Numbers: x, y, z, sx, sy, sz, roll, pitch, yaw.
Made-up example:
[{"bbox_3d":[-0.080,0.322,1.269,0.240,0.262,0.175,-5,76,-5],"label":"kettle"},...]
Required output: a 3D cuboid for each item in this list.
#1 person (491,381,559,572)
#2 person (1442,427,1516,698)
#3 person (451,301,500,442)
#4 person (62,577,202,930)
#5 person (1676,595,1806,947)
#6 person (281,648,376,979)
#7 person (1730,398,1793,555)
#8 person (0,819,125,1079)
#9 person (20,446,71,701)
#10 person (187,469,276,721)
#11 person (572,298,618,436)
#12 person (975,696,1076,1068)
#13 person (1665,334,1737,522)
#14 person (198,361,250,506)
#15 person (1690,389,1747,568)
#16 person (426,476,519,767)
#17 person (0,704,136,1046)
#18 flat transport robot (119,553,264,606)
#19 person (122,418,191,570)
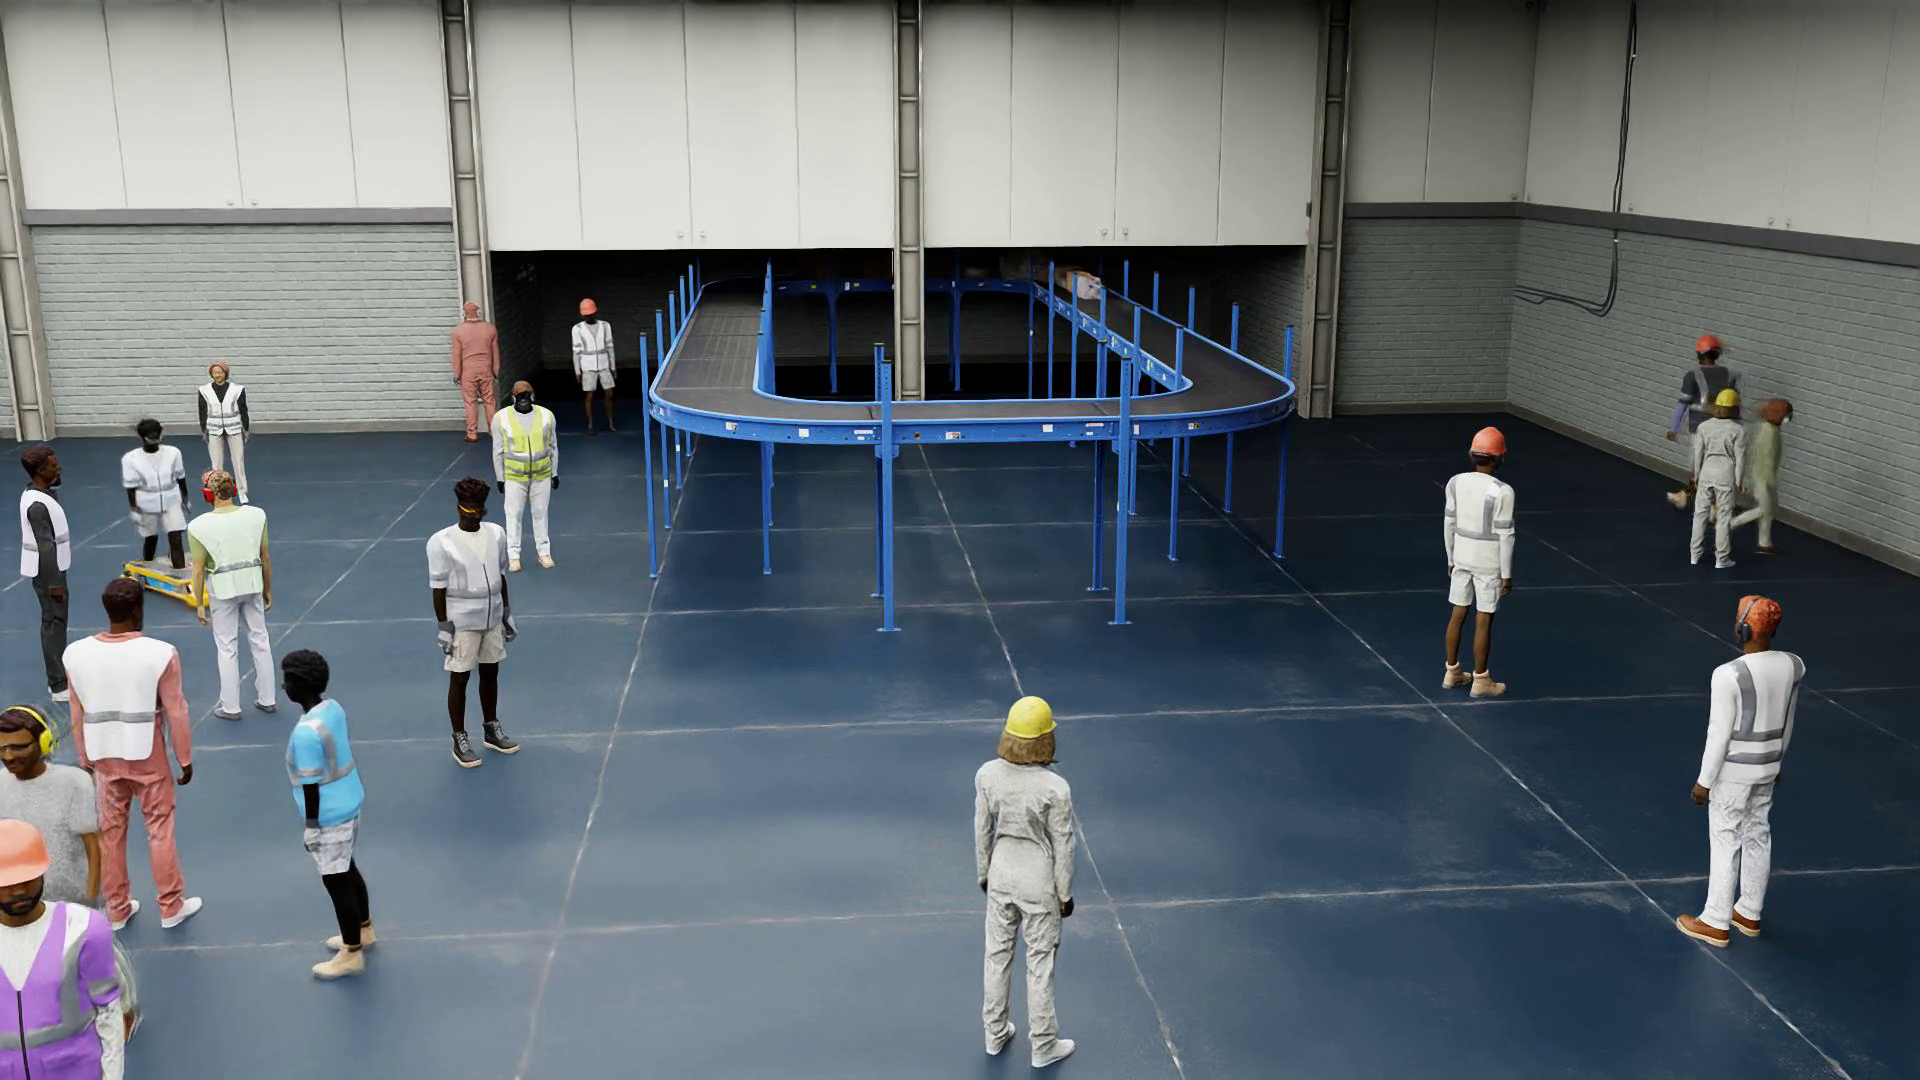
[{"bbox_3d":[-4.171,-0.624,16.054,0.624,1.844,0.430,-7,16,-25],"label":"person"},{"bbox_3d":[3.902,0.164,12.484,0.363,2.048,0.609,-9,17,-33],"label":"person"},{"bbox_3d":[-6.571,-2.281,22.559,0.651,1.904,0.403,-10,17,-34],"label":"person"},{"bbox_3d":[-4.404,1.147,8.856,0.594,1.907,0.418,-1,14,-3],"label":"person"},{"bbox_3d":[4.074,1.200,8.675,0.576,1.882,0.355,-6,15,-24],"label":"person"},{"bbox_3d":[-3.191,1.366,8.410,0.326,1.684,0.539,-2,14,-6],"label":"person"},{"bbox_3d":[7.958,-0.634,16.552,0.557,1.607,0.534,9,16,31],"label":"person"},{"bbox_3d":[-3.209,1.884,5.819,0.547,1.942,0.344,-3,14,-14],"label":"person"},{"bbox_3d":[-6.784,0.247,12.409,0.393,1.922,0.591,-8,16,-29],"label":"person"},{"bbox_3d":[-5.215,0.403,11.965,0.394,1.836,0.560,13,19,42],"label":"person"},{"bbox_3d":[-5.034,-2.385,22.946,0.567,1.914,0.433,-6,15,-23],"label":"person"},{"bbox_3d":[0.306,1.543,7.585,0.505,1.741,0.308,8,16,29],"label":"person"},{"bbox_3d":[8.065,-1.248,18.218,0.612,1.996,0.978,-5,15,-18],"label":"person"},{"bbox_3d":[-8.308,-1.212,18.813,0.514,1.642,0.314,-4,15,-17],"label":"person"},{"bbox_3d":[7.377,-0.601,16.164,0.296,1.744,0.484,-13,19,-42],"label":"person"},{"bbox_3d":[-3.257,0.533,11.189,0.380,1.958,0.603,11,18,36],"label":"person"},{"bbox_3d":[-3.980,1.577,7.321,0.515,1.825,1.014,-1,14,-5],"label":"person"},{"bbox_3d":[-7.109,0.338,15.395,1.431,0.197,0.652,10,17,36],"label":"flat transport robot"},{"bbox_3d":[-7.382,-0.338,15.288,0.546,1.650,0.850,-10,17,-36],"label":"person"}]
